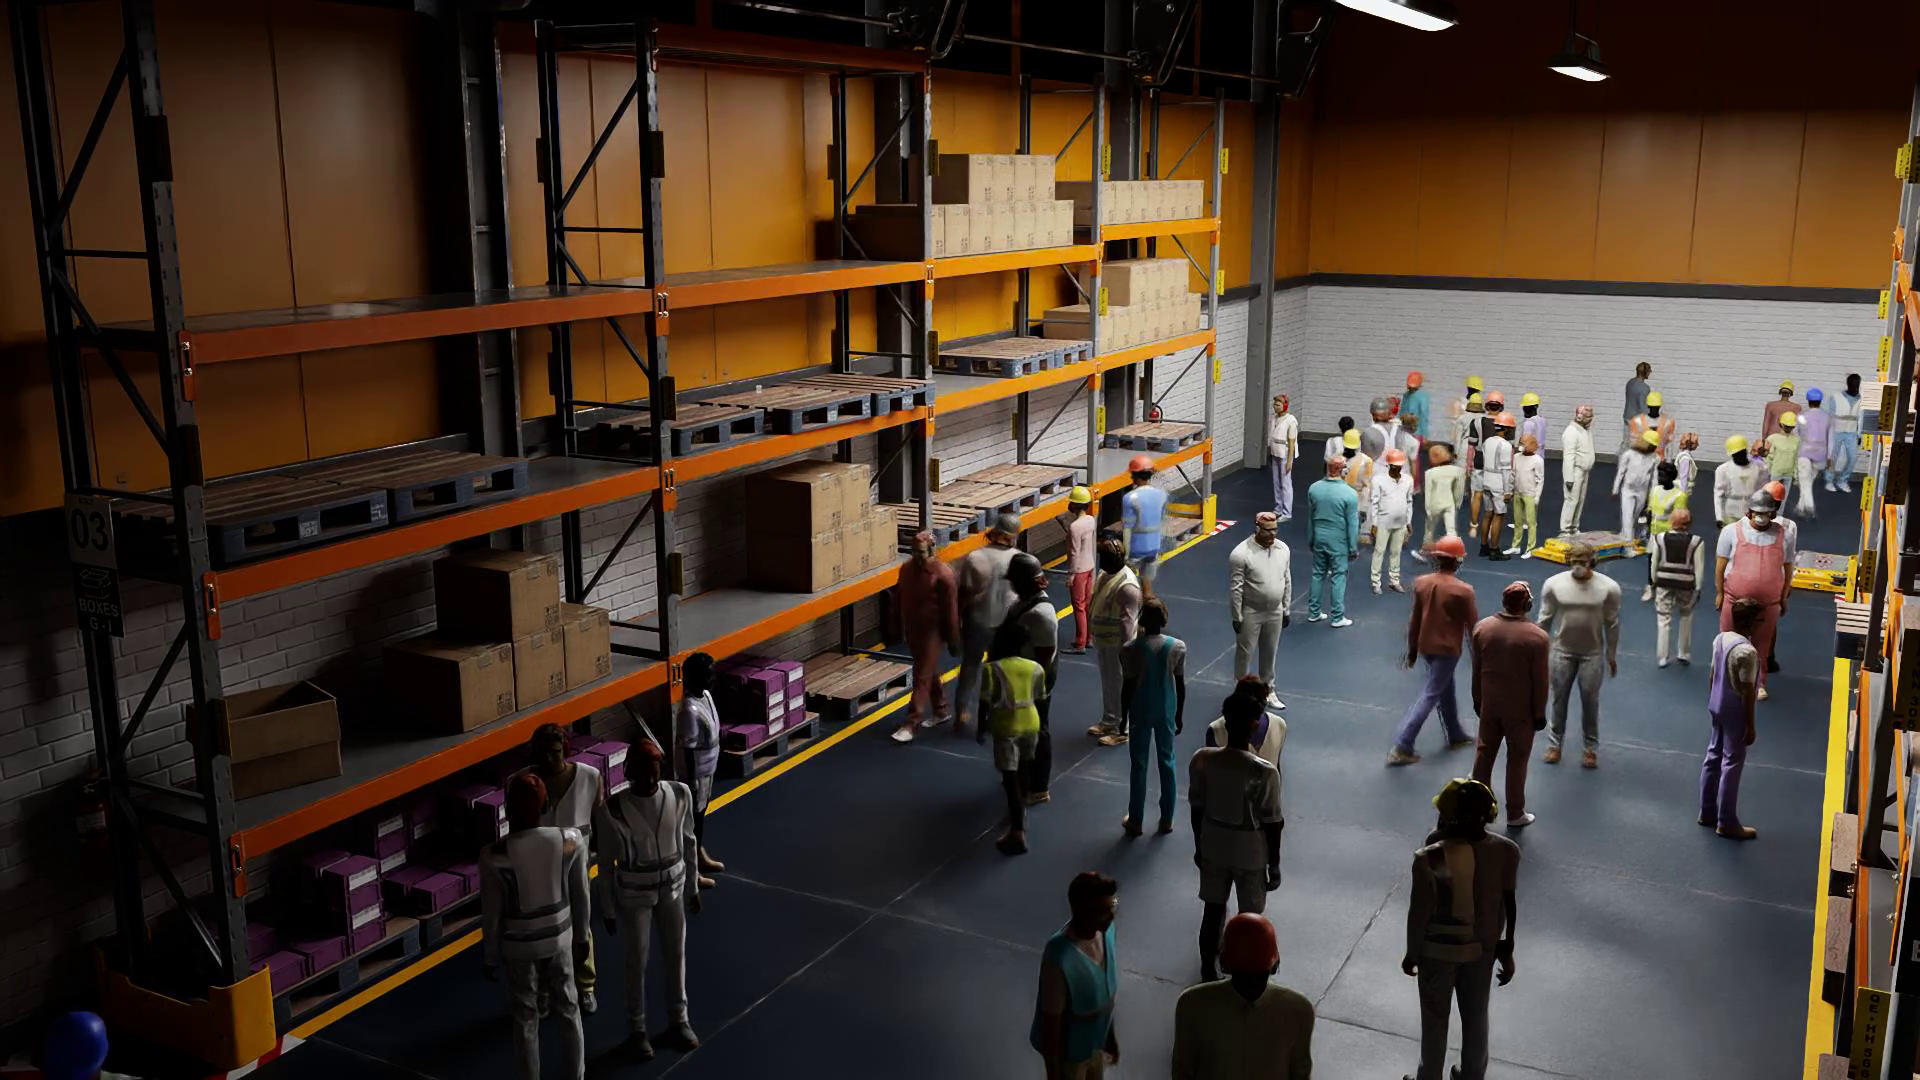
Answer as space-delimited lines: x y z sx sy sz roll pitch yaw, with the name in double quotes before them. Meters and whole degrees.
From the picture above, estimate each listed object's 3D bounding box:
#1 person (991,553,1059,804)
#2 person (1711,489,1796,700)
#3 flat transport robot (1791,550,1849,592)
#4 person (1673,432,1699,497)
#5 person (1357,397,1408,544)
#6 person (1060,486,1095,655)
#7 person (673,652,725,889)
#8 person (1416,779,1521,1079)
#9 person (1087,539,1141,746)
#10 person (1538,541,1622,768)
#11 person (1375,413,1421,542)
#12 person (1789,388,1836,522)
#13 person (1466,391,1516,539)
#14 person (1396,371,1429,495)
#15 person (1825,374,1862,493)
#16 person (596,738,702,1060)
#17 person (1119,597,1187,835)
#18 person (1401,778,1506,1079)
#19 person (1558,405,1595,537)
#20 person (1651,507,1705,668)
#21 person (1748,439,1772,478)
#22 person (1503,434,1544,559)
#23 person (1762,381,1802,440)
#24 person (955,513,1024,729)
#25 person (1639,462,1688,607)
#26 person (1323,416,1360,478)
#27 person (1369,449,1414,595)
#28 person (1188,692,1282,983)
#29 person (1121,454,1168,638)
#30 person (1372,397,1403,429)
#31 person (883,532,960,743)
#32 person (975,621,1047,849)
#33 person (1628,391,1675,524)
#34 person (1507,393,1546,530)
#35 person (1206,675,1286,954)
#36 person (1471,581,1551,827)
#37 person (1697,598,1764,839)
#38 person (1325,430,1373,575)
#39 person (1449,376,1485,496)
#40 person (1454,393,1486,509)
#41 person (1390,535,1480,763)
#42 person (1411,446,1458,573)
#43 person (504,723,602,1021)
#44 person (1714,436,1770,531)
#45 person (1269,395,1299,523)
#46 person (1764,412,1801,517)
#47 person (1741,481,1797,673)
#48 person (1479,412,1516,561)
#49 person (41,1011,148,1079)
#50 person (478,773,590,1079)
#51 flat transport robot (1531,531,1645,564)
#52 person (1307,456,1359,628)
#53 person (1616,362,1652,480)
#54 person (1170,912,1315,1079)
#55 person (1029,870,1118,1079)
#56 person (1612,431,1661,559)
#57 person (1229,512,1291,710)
"person" 0.513 1.084 13.255 0.536 2.000 0.683 -2 13 -7
"person" 7.539 0.515 15.801 0.681 2.000 0.536 4 13 16
"flat transport robot" 10.597 0.373 20.437 0.652 0.197 1.431 8 15 31
"person" 9.432 -0.599 21.723 0.315 1.631 0.513 5 14 21
"person" 5.624 -0.914 22.200 0.686 2.000 0.746 -6 14 -24
"person" 1.238 0.311 17.329 0.300 1.772 0.532 6 14 24
"person" -1.848 1.610 11.718 0.319 1.682 0.536 1 13 4
"person" 2.686 2.155 8.852 0.532 1.868 0.310 5 14 22
"person" 1.340 0.886 14.620 0.429 1.837 0.624 -4 13 -17
"person" 5.235 0.952 14.088 0.659 1.935 0.376 6 14 26
"person" 5.904 -0.817 22.305 0.576 1.815 0.557 -10 16 -38
"person" 12.233 -1.223 23.898 0.605 1.917 0.908 1 13 6
"person" 7.223 -1.019 22.699 0.613 2.033 0.411 4 13 16
"person" 6.929 -1.634 25.592 0.477 1.962 0.648 -2 13 -8
"person" 13.786 -1.668 25.952 0.591 1.881 0.546 1 13 3
"person" -1.758 2.018 9.447 0.586 1.878 0.364 -8 15 -32
"person" 1.448 1.331 12.594 0.507 1.846 0.346 -2 13 -8
"person" 2.643 2.152 8.934 0.586 1.837 0.404 -4 13 -15
"person" 8.334 -0.890 22.429 0.399 1.895 0.657 10 16 39
"person" 7.299 0.475 16.953 0.522 1.606 0.654 8 15 30
"person" 10.107 -0.483 21.202 0.313 1.631 0.523 1 13 6
"person" 7.336 -0.575 21.604 0.279 1.631 0.504 -7 14 -28
"person" 12.786 -1.597 25.917 0.532 1.754 0.340 6 14 24
"person" 0.298 0.709 14.936 0.777 2.000 0.549 -2 13 -8
"person" 8.156 -0.066 19.193 0.331 1.691 0.586 -4 13 -16
"person" 5.249 -0.856 22.756 0.564 1.672 0.451 1 13 4
"person" 5.126 -0.219 19.739 0.564 1.751 0.330 -4 13 -16
"person" 1.653 1.859 9.952 0.606 1.967 0.367 9 16 36
"person" 1.921 0.087 17.768 0.614 2.022 0.417 -7 15 -30
"person" 6.021 -1.101 23.478 0.373 1.843 0.572 -9 15 -34
"person" -0.376 0.844 14.741 0.929 1.859 0.644 -12 17 -42
"person" 0.425 1.451 12.539 0.577 1.634 0.762 -7 14 -28
"person" 9.793 -1.165 23.612 0.599 1.906 0.433 4 13 18
"person" 7.986 -1.105 23.355 0.400 1.913 0.592 10 16 38
"person" 1.826 1.743 10.751 0.572 1.840 0.373 -5 14 -21
"person" 4.253 1.250 12.848 0.396 1.900 0.643 -10 16 -38
"person" 5.854 1.336 12.582 0.346 1.840 0.505 -1 13 -7
"person" 4.731 -0.435 20.420 0.630 1.879 0.738 8 15 32
"person" 7.750 -1.550 25.349 0.604 1.905 0.424 -6 14 -26
"person" 7.594 -1.315 24.704 0.490 1.729 0.323 2 13 7
"person" 4.085 0.928 14.212 1.049 1.948 0.620 -6 14 -25
"person" 6.047 -0.408 20.952 0.570 1.581 0.882 -3 13 -14
"person" -2.386 1.944 9.876 0.565 1.838 0.386 -3 13 -14
"person" 9.318 -0.304 19.837 0.646 1.873 0.389 4 13 19
"person" 4.626 -1.170 23.812 0.388 1.837 0.562 -5 13 -19
"person" 11.210 -0.883 22.697 0.526 1.761 0.337 -3 13 -11
"person" 8.074 0.364 16.711 0.550 1.935 0.376 8 15 33
"person" 6.958 -0.694 21.491 0.388 1.926 0.549 -3 13 -14
"person" -3.309 2.668 6.427 0.631 1.919 0.521 0 13 0
"person" -2.248 2.148 8.843 0.585 1.882 0.337 -7 15 -30
"flat transport robot" 8.206 0.089 21.705 1.431 0.197 0.652 -7 15 -30
"person" 4.130 0.012 18.386 0.400 1.899 0.648 -11 17 -40
"person" 10.982 -1.934 27.034 0.375 1.932 0.628 0 13 -2
"person" 1.180 2.499 7.022 0.608 1.996 0.382 0 13 0
"person" 0.537 2.403 7.822 0.401 1.836 0.566 7 14 28
"person" 8.781 -0.599 21.605 0.544 1.668 0.913 1 13 5
"person" 2.802 0.667 15.446 0.644 1.900 0.399 -6 14 -24
